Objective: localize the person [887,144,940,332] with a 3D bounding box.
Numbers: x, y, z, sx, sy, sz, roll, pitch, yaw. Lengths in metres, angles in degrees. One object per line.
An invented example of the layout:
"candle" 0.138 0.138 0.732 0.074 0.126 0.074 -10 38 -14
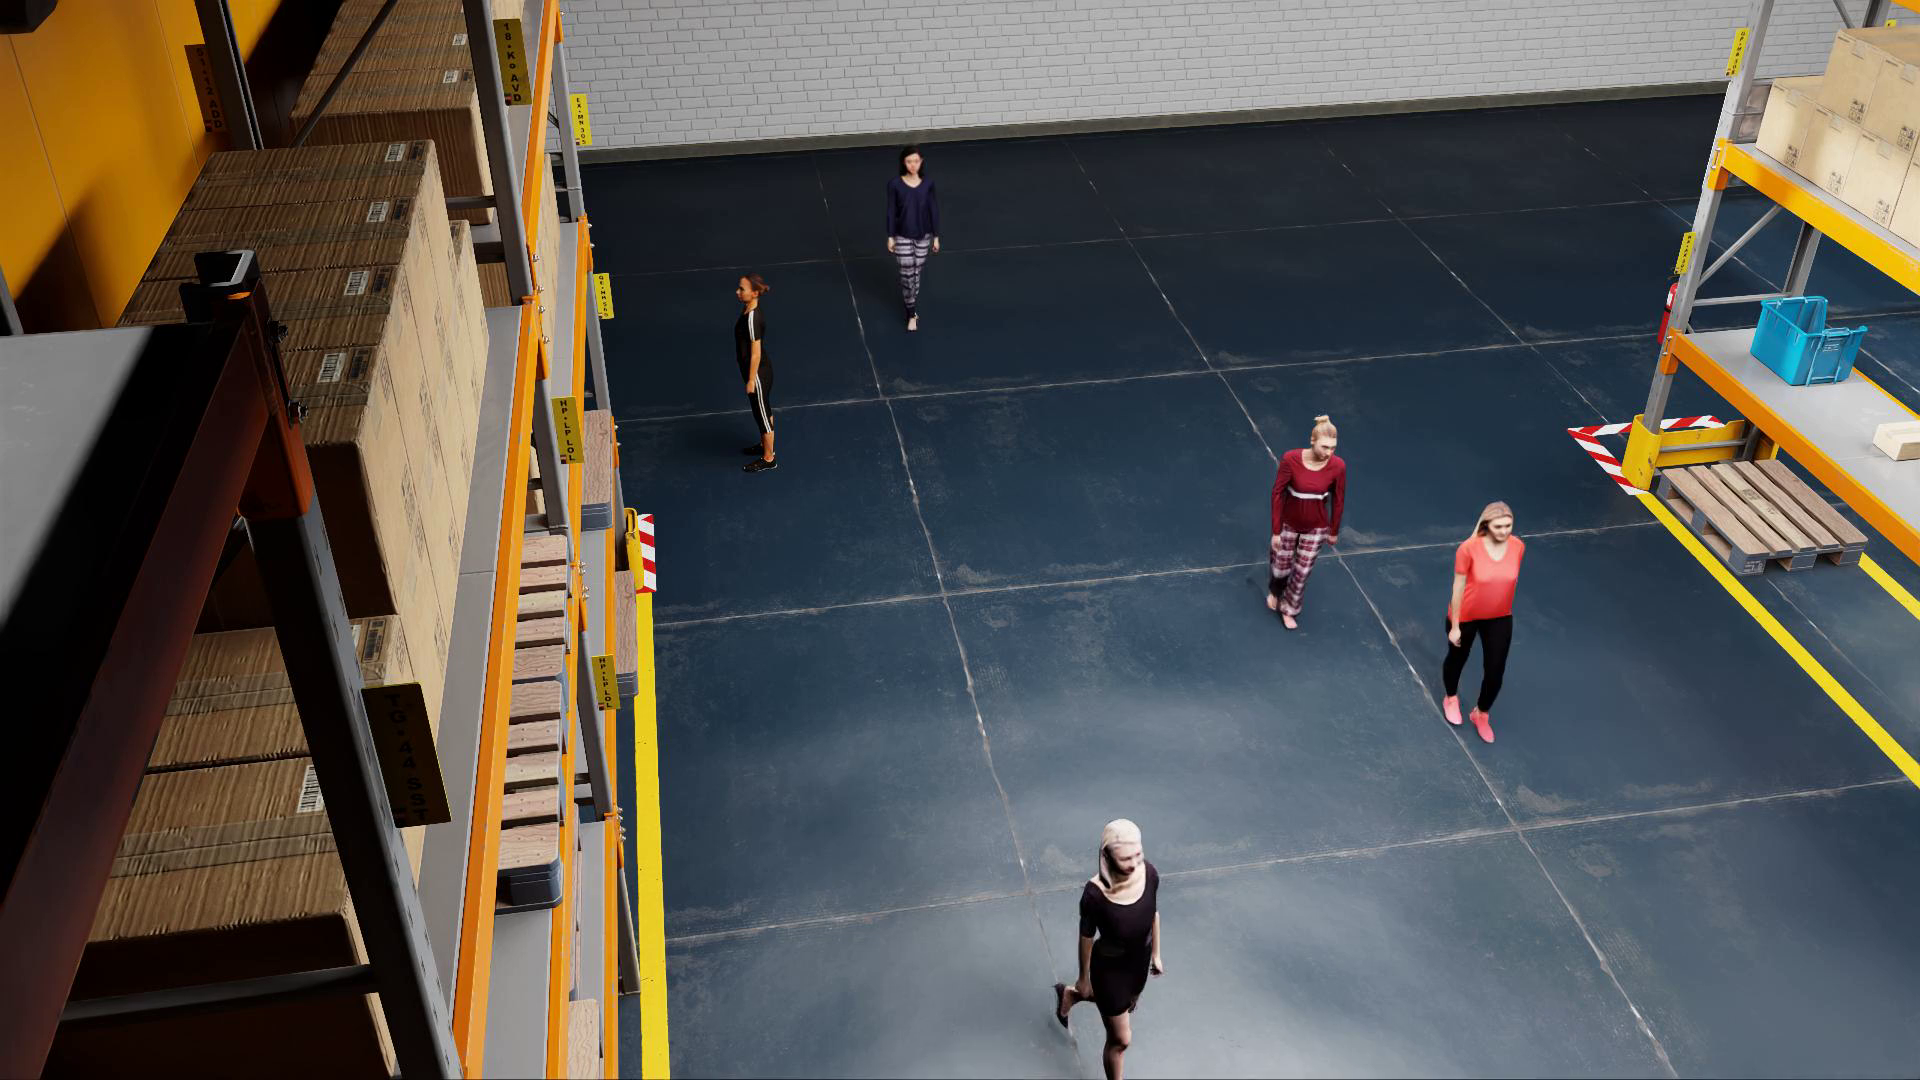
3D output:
"person" -0.460 -2.855 15.395 0.660 1.720 0.796 -8 35 -12

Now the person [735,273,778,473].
"person" -1.608 -1.343 13.168 0.644 1.667 0.470 -4 34 -6

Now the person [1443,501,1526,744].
"person" 3.226 0.440 10.478 0.633 1.675 0.733 -1 34 -1

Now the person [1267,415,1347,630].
"person" 2.317 -0.145 11.346 0.727 1.689 0.751 3 34 5

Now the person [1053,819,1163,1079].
"person" 0.710 1.997 8.015 0.871 1.810 1.115 -21 39 -28
